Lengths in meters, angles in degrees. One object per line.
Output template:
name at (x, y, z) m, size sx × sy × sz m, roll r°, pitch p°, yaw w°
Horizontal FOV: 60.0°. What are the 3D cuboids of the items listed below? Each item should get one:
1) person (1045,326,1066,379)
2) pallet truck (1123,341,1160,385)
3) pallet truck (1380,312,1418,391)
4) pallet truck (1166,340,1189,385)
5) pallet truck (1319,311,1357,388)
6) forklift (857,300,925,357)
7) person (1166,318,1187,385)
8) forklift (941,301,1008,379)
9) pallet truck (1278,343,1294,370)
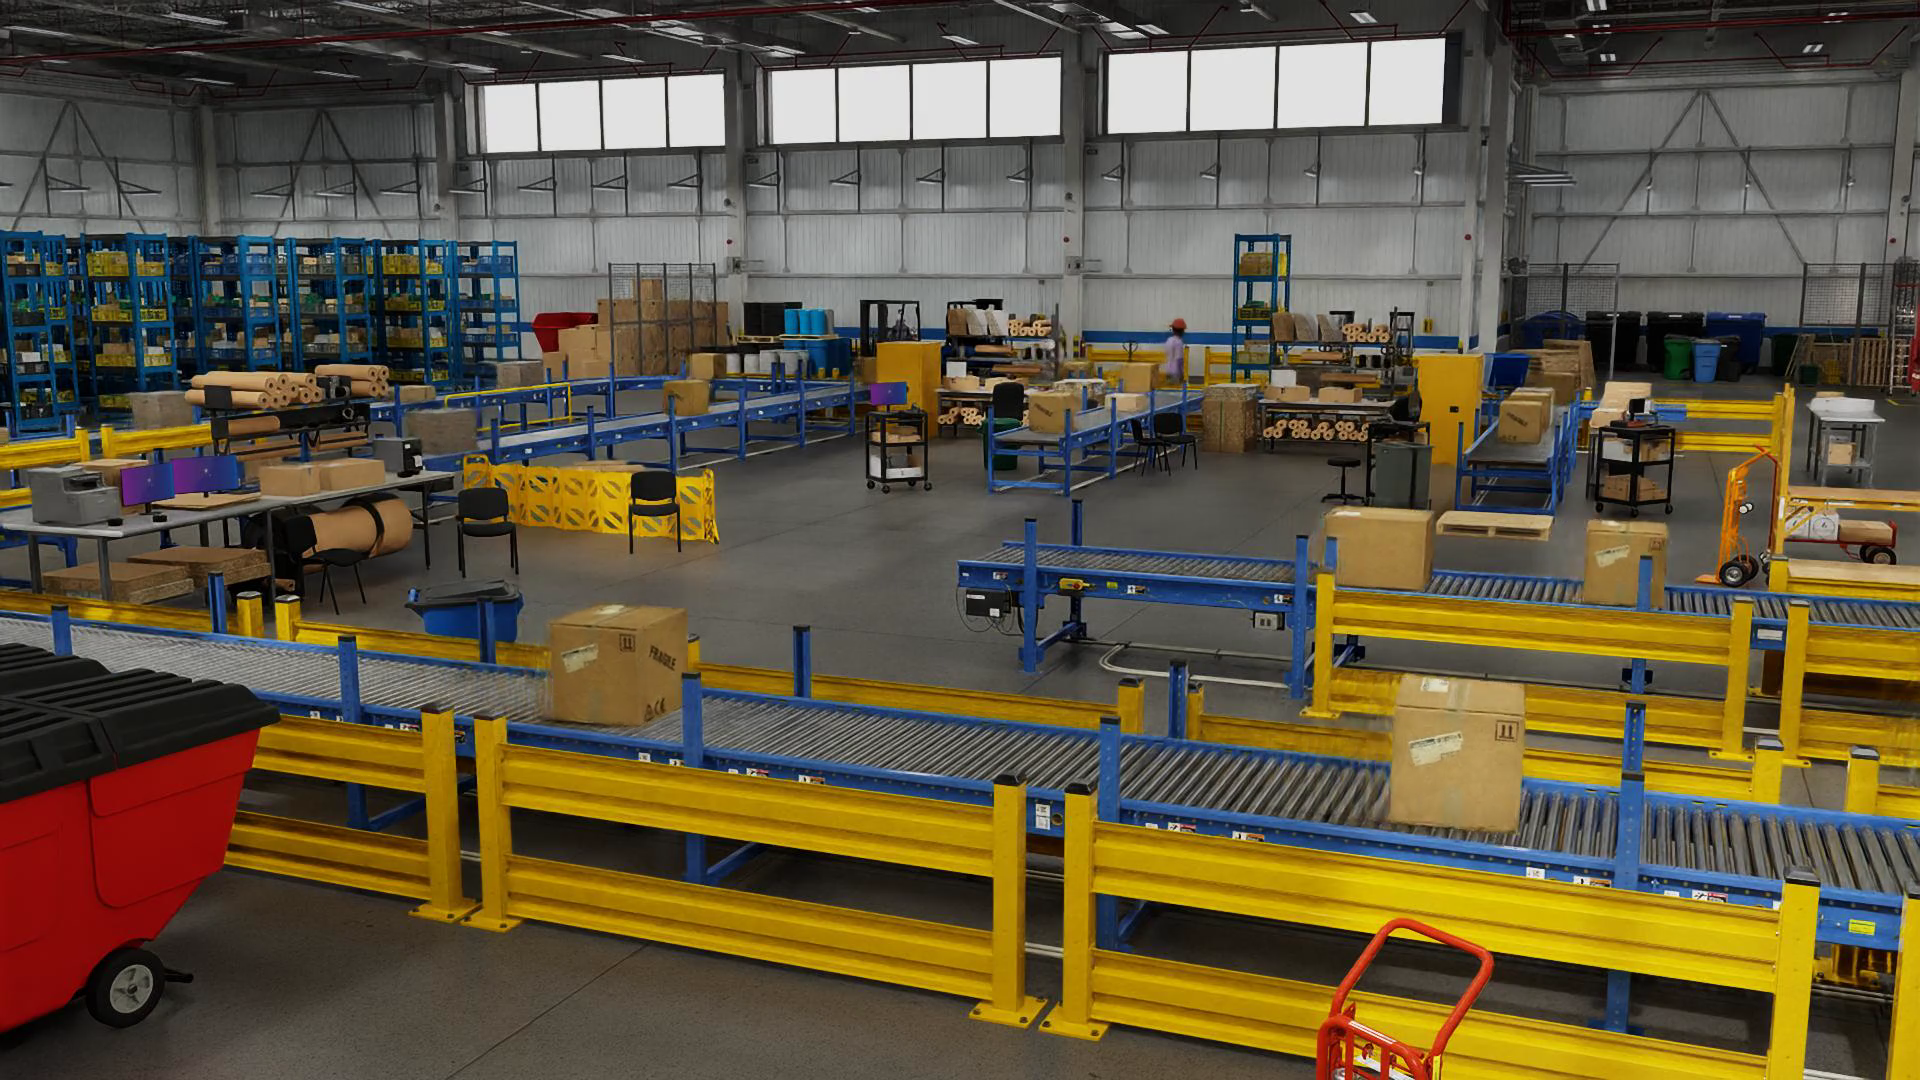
person at (1.900, -3.329, 33.039) m, size 1.012 × 1.856 × 0.667 m, roll 2°, pitch 10°, yaw 14°
pallet truck at (4.445, -4.380, 41.279) m, size 0.680 × 1.201 × 1.601 m, roll 4°, pitch 10°, yaw 22°
pallet truck at (10.207, -4.283, 38.369) m, size 0.823 × 1.965 × 1.885 m, roll 3°, pitch 10°, yaw 20°
pallet truck at (5.418, -4.269, 40.420) m, size 0.704 × 1.261 × 1.522 m, roll 3°, pitch 10°, yaw 20°
pallet truck at (9.071, -4.419, 39.190) m, size 0.823 × 1.965 × 1.885 m, roll 5°, pitch 10°, yaw 26°
forklift at (-1.732, -5.109, 42.468) m, size 1.157 × 1.987 × 2.680 m, roll 4°, pitch 10°, yaw 22°
person at (4.105, -3.253, 32.052) m, size 0.594 × 2.030 × 0.622 m, roll -2°, pitch 10°, yaw -14°
forklift at (0.365, -4.966, 41.571) m, size 1.157 × 1.987 × 2.680 m, roll 3°, pitch 10°, yaw 20°
pallet truck at (7.886, -4.163, 39.743) m, size 0.653 × 1.274 × 1.630 m, roll 4°, pitch 10°, yaw 22°
